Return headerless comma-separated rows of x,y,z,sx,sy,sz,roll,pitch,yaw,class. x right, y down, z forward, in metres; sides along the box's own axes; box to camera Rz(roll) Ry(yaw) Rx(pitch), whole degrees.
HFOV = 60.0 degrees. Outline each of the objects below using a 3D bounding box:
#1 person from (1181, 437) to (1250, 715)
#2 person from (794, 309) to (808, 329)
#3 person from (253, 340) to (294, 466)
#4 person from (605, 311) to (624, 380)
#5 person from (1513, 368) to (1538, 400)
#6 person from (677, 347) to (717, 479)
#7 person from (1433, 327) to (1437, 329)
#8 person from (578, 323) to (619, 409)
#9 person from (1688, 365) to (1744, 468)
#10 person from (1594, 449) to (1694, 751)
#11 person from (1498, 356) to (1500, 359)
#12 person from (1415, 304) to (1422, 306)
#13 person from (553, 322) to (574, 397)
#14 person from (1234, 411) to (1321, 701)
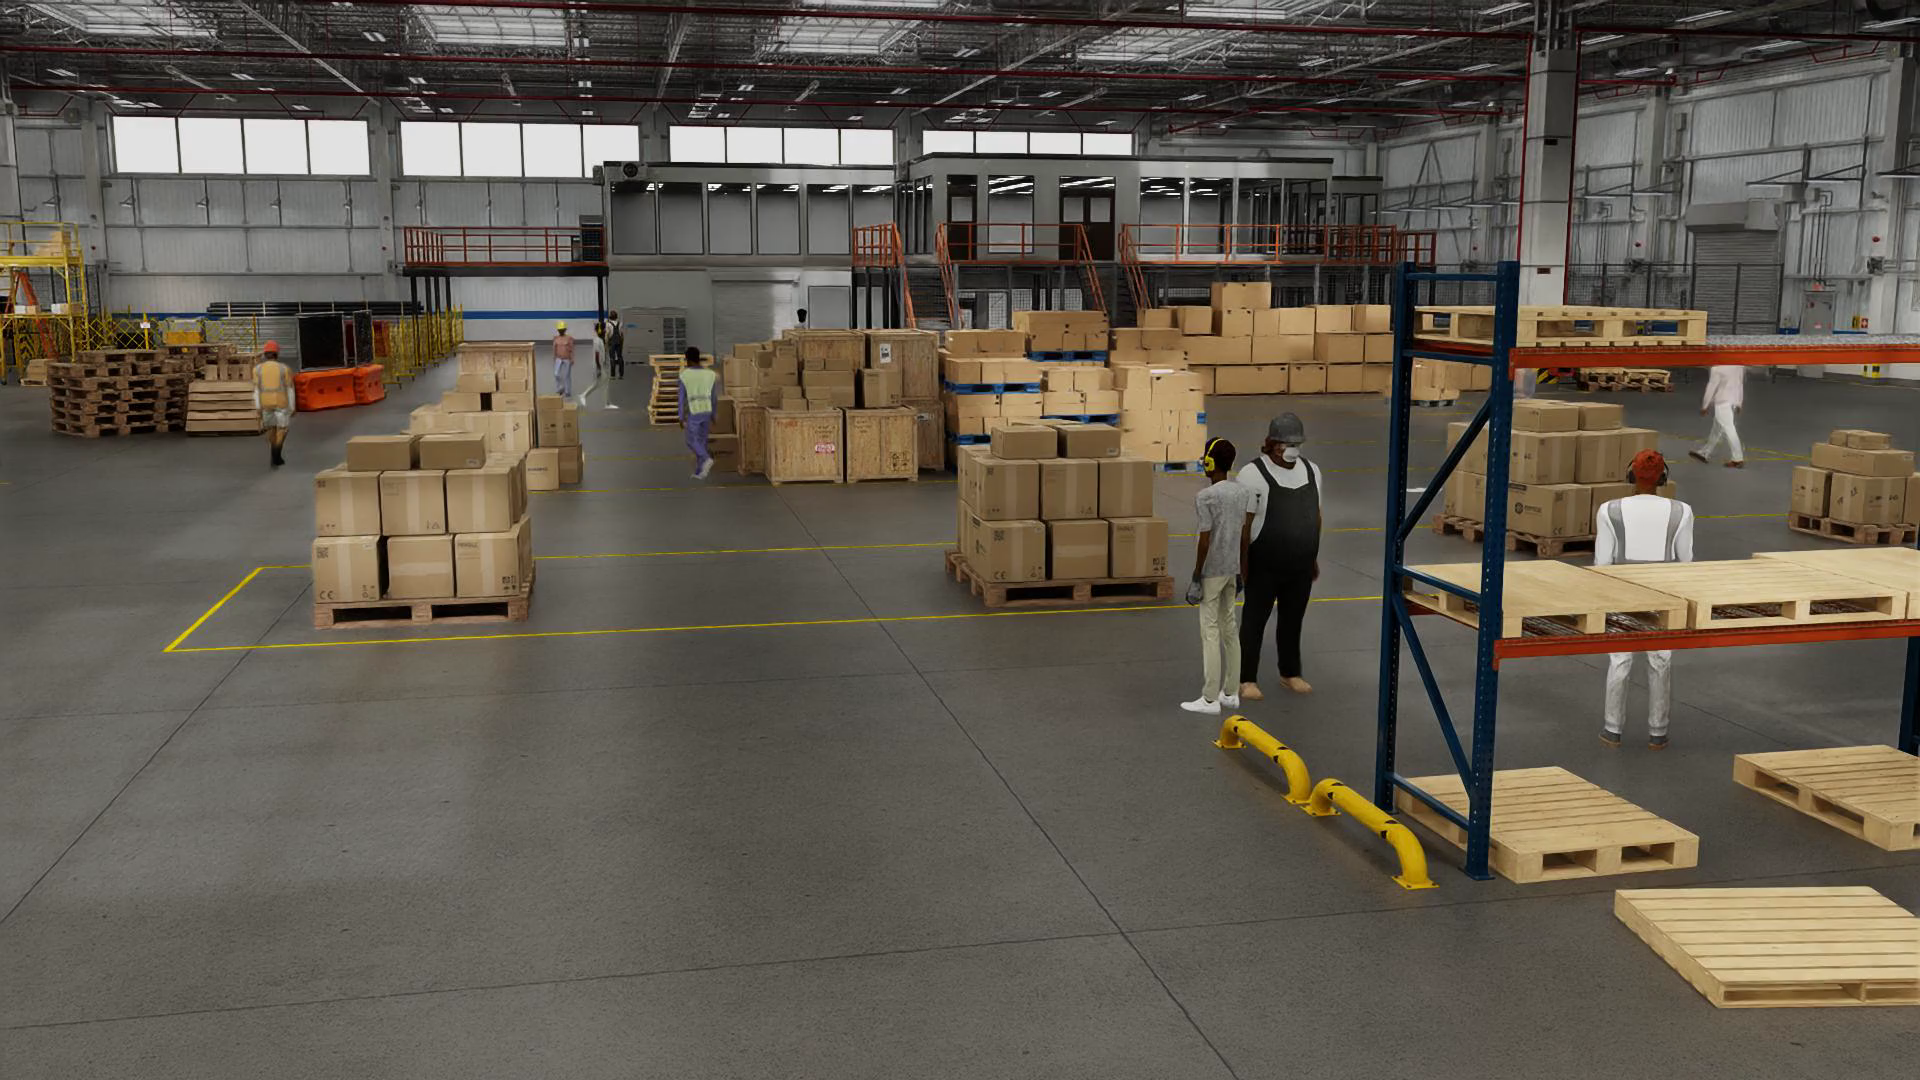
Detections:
1.725,0.241,11.226,0.531,1.871,0.322,-8,13,-42,person
-4.038,-4.875,42.136,0.384,1.959,0.608,-3,10,-19,person
-10.325,-2.046,25.014,0.559,1.922,0.646,-2,9,-10,person
-9.242,-5.208,44.515,0.506,1.847,0.346,-6,11,-32,person
8.567,-2.056,25.534,0.619,1.784,1.022,9,13,43,person
-3.659,-1.771,23.420,0.616,1.892,0.614,-7,12,-37,person
11.920,-4.865,42.523,0.633,1.809,0.987,3,10,18,person
-7.715,-3.695,35.338,0.799,1.841,0.523,-2,9,-9,person
11.486,-2.044,25.125,0.652,1.878,1.030,-6,11,-33,person
4.242,0.376,10.366,0.573,1.883,0.354,3,10,18,person
11.191,-3.415,34.028,0.493,1.701,0.911,6,11,30,person
13.474,-5.967,48.856,0.602,1.939,0.401,-5,11,-28,person
-9.188,-4.168,38.478,0.534,1.751,0.570,1,9,6,person
2.237,0.103,11.550,0.693,2.000,0.535,-4,10,-25,person
